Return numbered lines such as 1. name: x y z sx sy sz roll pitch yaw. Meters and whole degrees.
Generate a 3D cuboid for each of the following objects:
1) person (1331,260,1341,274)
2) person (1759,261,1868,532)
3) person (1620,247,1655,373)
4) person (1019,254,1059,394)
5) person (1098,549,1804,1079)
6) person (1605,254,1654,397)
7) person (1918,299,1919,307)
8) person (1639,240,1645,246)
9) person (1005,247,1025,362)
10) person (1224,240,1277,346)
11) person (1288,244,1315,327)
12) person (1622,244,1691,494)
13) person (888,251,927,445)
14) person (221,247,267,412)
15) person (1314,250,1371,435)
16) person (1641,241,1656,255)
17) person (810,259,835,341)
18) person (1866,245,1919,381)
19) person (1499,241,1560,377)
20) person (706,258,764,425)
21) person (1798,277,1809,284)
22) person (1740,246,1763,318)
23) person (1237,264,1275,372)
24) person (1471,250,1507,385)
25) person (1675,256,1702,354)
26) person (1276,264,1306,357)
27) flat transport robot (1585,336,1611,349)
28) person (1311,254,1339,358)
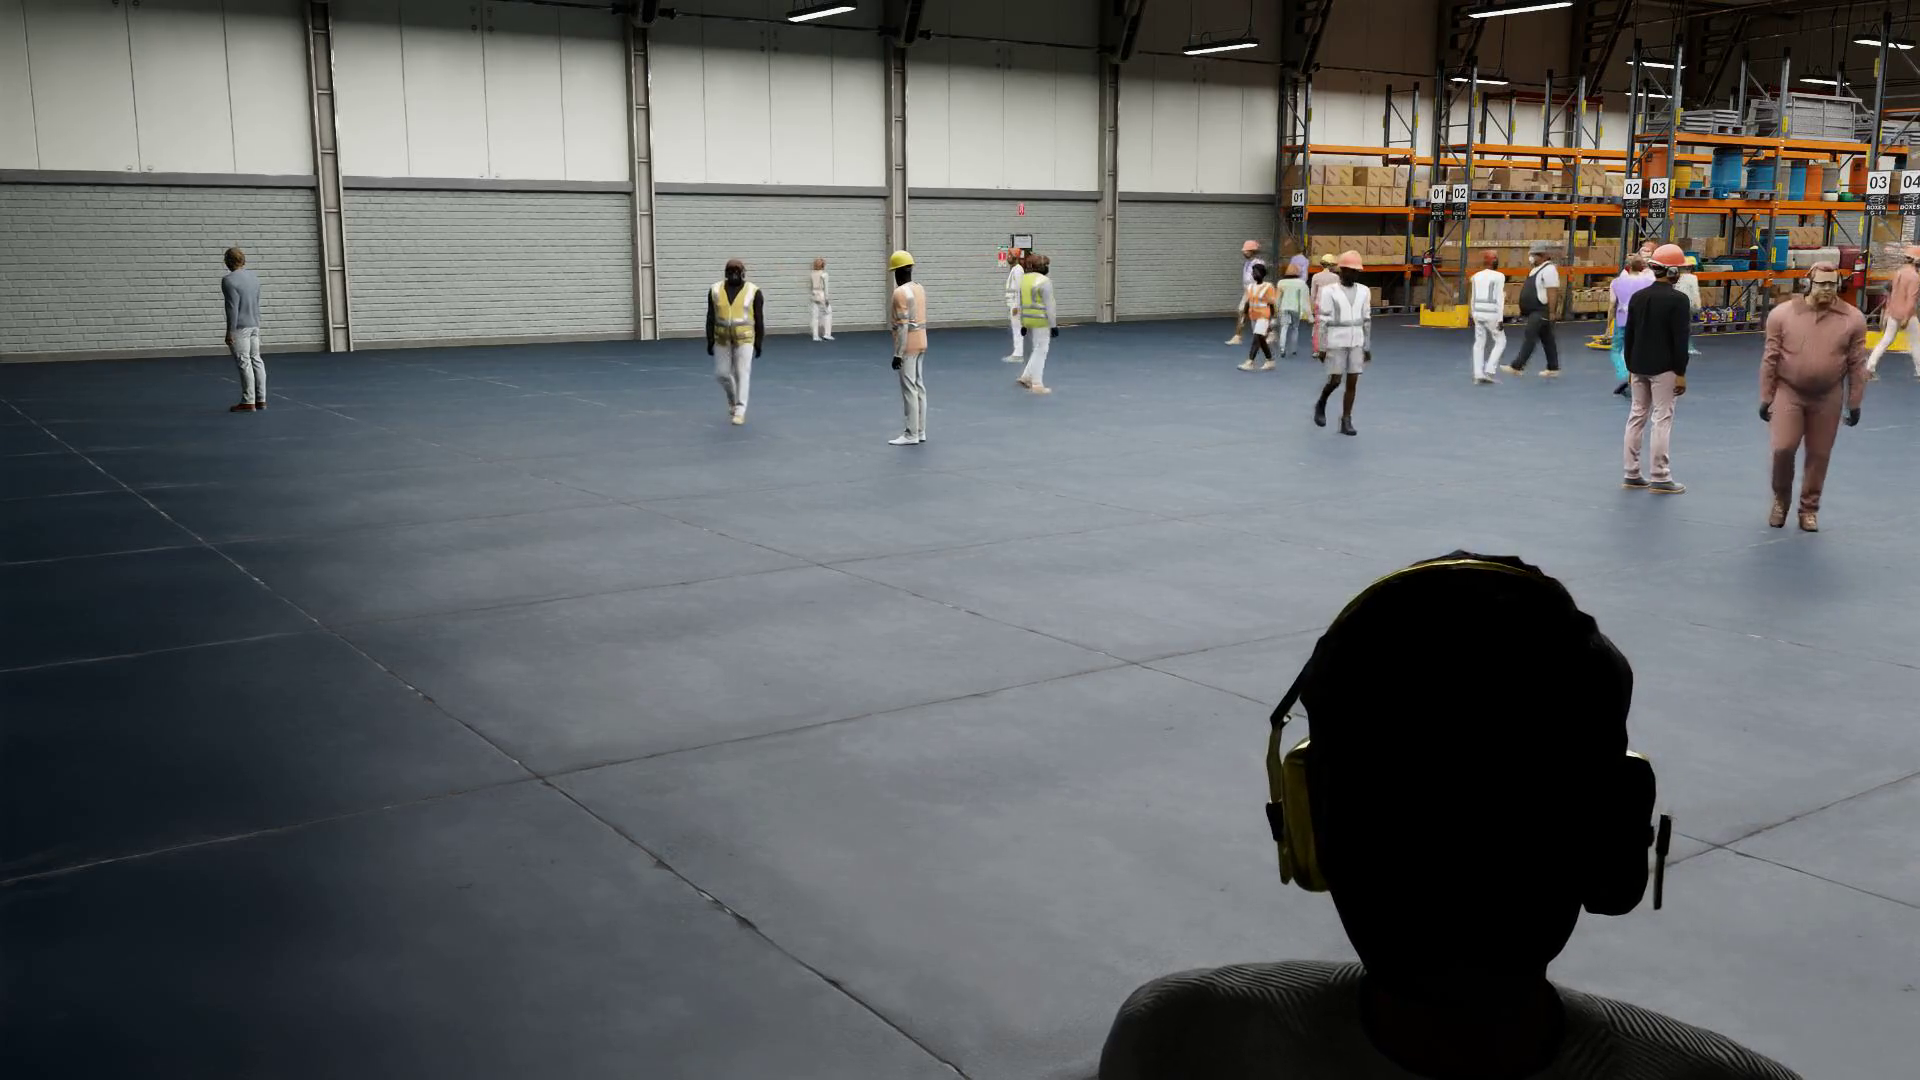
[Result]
1. person: 7.382 -4.700 32.756 0.867 1.586 0.499 3 11 17
2. person: 5.939 -0.989 11.594 0.668 1.886 0.459 4 11 20
3. person: 10.324 -3.481 25.221 0.642 1.906 0.410 1 10 4
4. person: 1.051 -2.829 21.849 0.445 1.828 0.633 -5 11 -23
5. person: 0.312 0.924 1.161 0.524 1.871 0.325 3 11 15
6. person: 8.627 -2.754 21.433 0.590 1.827 0.454 1 10 6
7. person: 19.208 -4.988 33.407 0.626 1.933 0.356 5 11 26
8. person: 18.378 -7.106 44.916 0.367 1.964 0.609 -4 11 -20
9. person: 0.916 -3.883 27.477 0.338 1.882 0.583 0 10 1
10. person: 5.585 -4.675 31.550 1.046 1.997 0.610 -3 11 -18
11. person: 7.843 -5.821 38.087 0.883 1.897 0.639 -6 12 -29
12. person: 5.634 -1.377 13.429 0.392 1.995 0.612 -4 11 -22
13. person: -0.532 -1.896 16.493 0.392 1.917 0.589 4 11 20
14. person: -8.469 -2.480 19.637 0.359 1.936 0.632 1 10 8
15. person: 4.004 -2.064 17.411 0.547 1.918 0.566 -3 11 -14
16. person: 12.820 -4.559 30.946 0.571 1.978 0.612 -7 12 -32
17. person: -2.710 -4.746 32.904 0.546 1.615 0.589 9 14 40
18. person: 13.437 -3.218 23.688 1.042 1.943 0.609 -1 10 -3
19. person: 8.392 -3.399 24.390 1.019 2.000 0.692 1 10 4
20. person: -2.484 -2.207 18.437 0.641 1.830 0.606 1 10 7
21. person: 25.649 -7.967 50.628 0.496 1.598 0.785 1 10 7
22. person: 19.361 -6.262 40.657 0.404 1.833 0.590 -6 12 -30
23. person: 4.574 -3.404 25.490 0.890 1.644 0.549 -7 12 -32
24. person: 7.386 -3.088 23.146 0.494 1.870 0.604 -6 12 -31
25. person: 12.625 -4.095 29.073 0.866 1.737 0.516 -1 10 -7
26. person: 5.671 -3.949 28.623 0.509 1.603 0.799 3 11 18
27. flat transport robot: 12.314 -3.631 30.520 1.431 0.197 0.652 -1 10 -7
28. person: 6.237 -3.984 28.356 0.534 1.766 0.317 9 13 39
